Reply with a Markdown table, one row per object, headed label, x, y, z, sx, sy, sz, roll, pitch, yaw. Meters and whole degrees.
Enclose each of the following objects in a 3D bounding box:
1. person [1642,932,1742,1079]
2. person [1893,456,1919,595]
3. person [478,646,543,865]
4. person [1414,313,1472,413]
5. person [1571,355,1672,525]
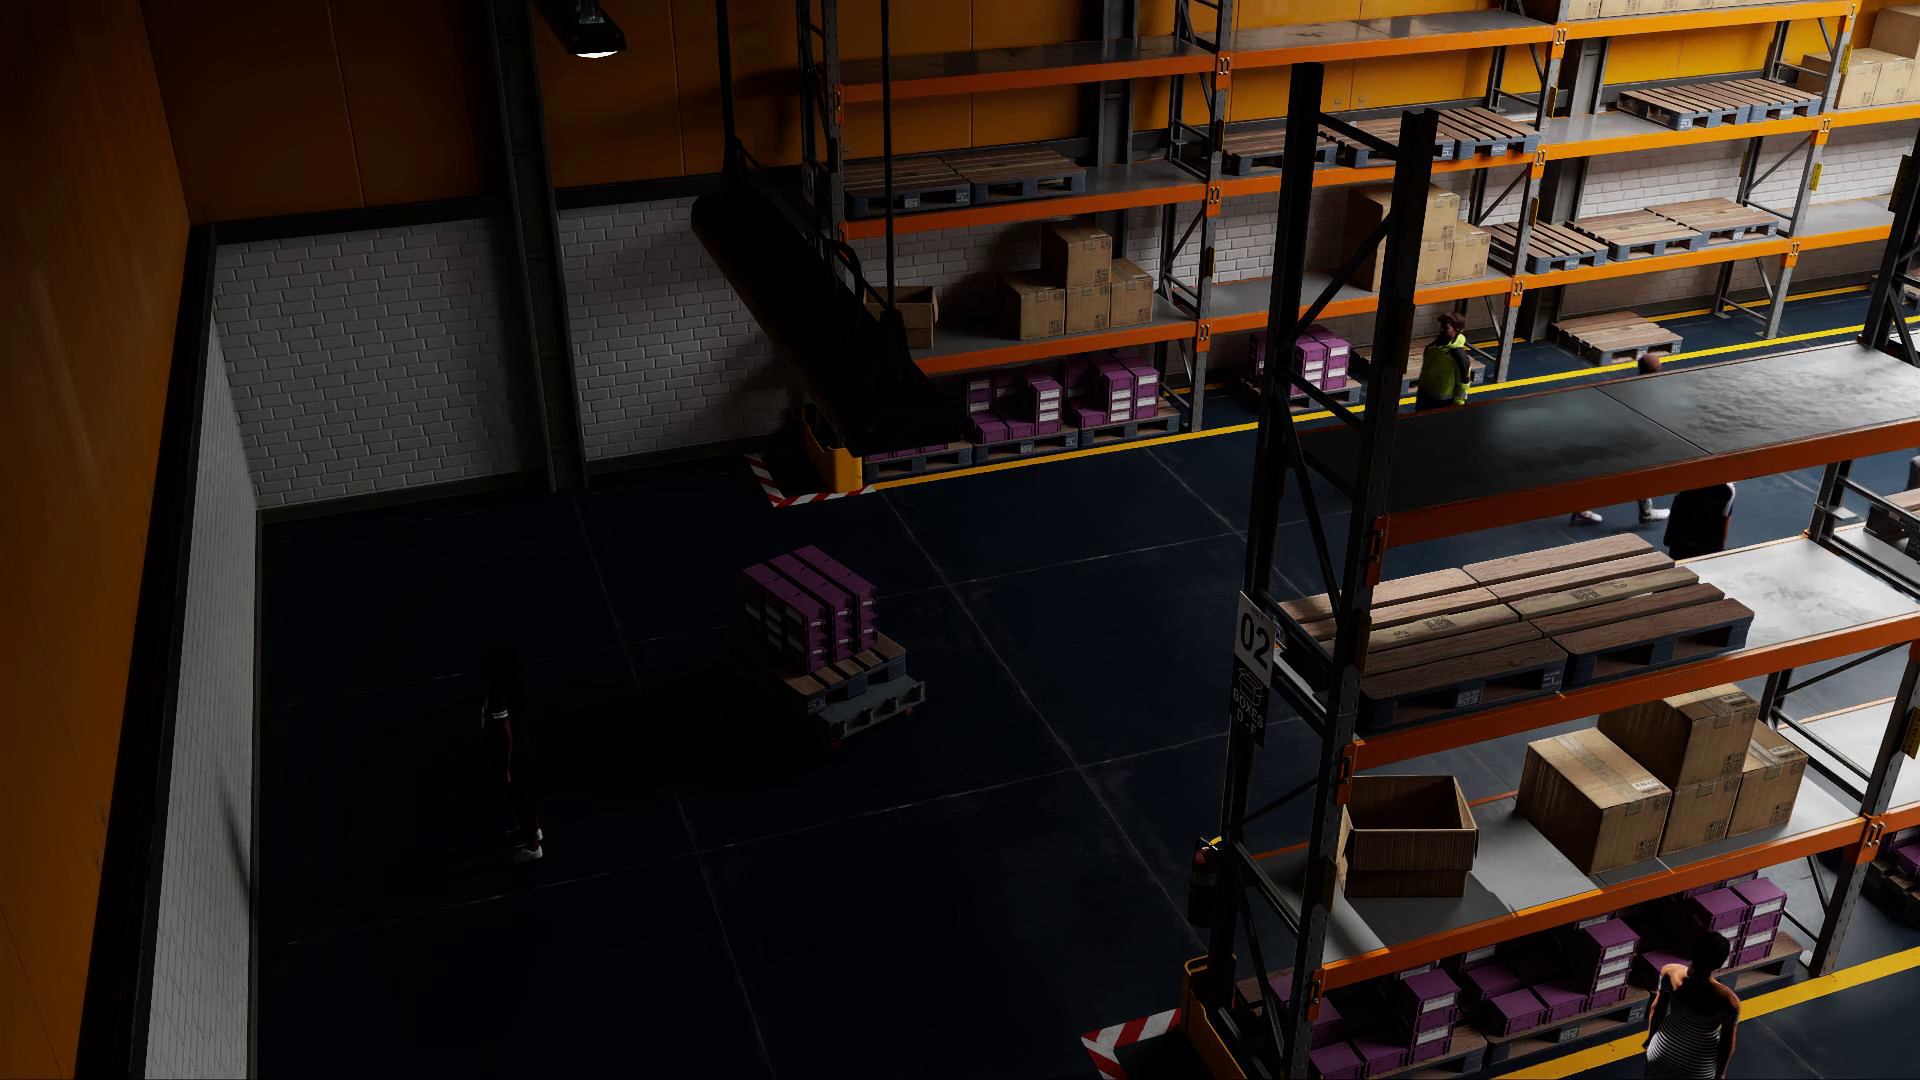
| label | x | y | z | sx | sy | sz | roll | pitch | yaw |
| --- | --- | --- | --- | --- | --- | --- | --- | --- | --- |
| person | 3.908 | 2.842 | 9.031 | 0.681 | 1.822 | 0.679 | 25 | 37 | 37 |
| person | 8.339 | -0.127 | 14.514 | 0.722 | 1.785 | 0.650 | -13 | 31 | -22 |
| person | -3.142 | 1.482 | 11.624 | 0.636 | 1.728 | 0.657 | -3 | 29 | -5 |
| person | 4.776 | -1.331 | 16.515 | 0.681 | 1.983 | 0.798 | -14 | 32 | -24 |
| person | 6.315 | -0.934 | 16.000 | 1.238 | 1.779 | 0.868 | -3 | 29 | -6 |
